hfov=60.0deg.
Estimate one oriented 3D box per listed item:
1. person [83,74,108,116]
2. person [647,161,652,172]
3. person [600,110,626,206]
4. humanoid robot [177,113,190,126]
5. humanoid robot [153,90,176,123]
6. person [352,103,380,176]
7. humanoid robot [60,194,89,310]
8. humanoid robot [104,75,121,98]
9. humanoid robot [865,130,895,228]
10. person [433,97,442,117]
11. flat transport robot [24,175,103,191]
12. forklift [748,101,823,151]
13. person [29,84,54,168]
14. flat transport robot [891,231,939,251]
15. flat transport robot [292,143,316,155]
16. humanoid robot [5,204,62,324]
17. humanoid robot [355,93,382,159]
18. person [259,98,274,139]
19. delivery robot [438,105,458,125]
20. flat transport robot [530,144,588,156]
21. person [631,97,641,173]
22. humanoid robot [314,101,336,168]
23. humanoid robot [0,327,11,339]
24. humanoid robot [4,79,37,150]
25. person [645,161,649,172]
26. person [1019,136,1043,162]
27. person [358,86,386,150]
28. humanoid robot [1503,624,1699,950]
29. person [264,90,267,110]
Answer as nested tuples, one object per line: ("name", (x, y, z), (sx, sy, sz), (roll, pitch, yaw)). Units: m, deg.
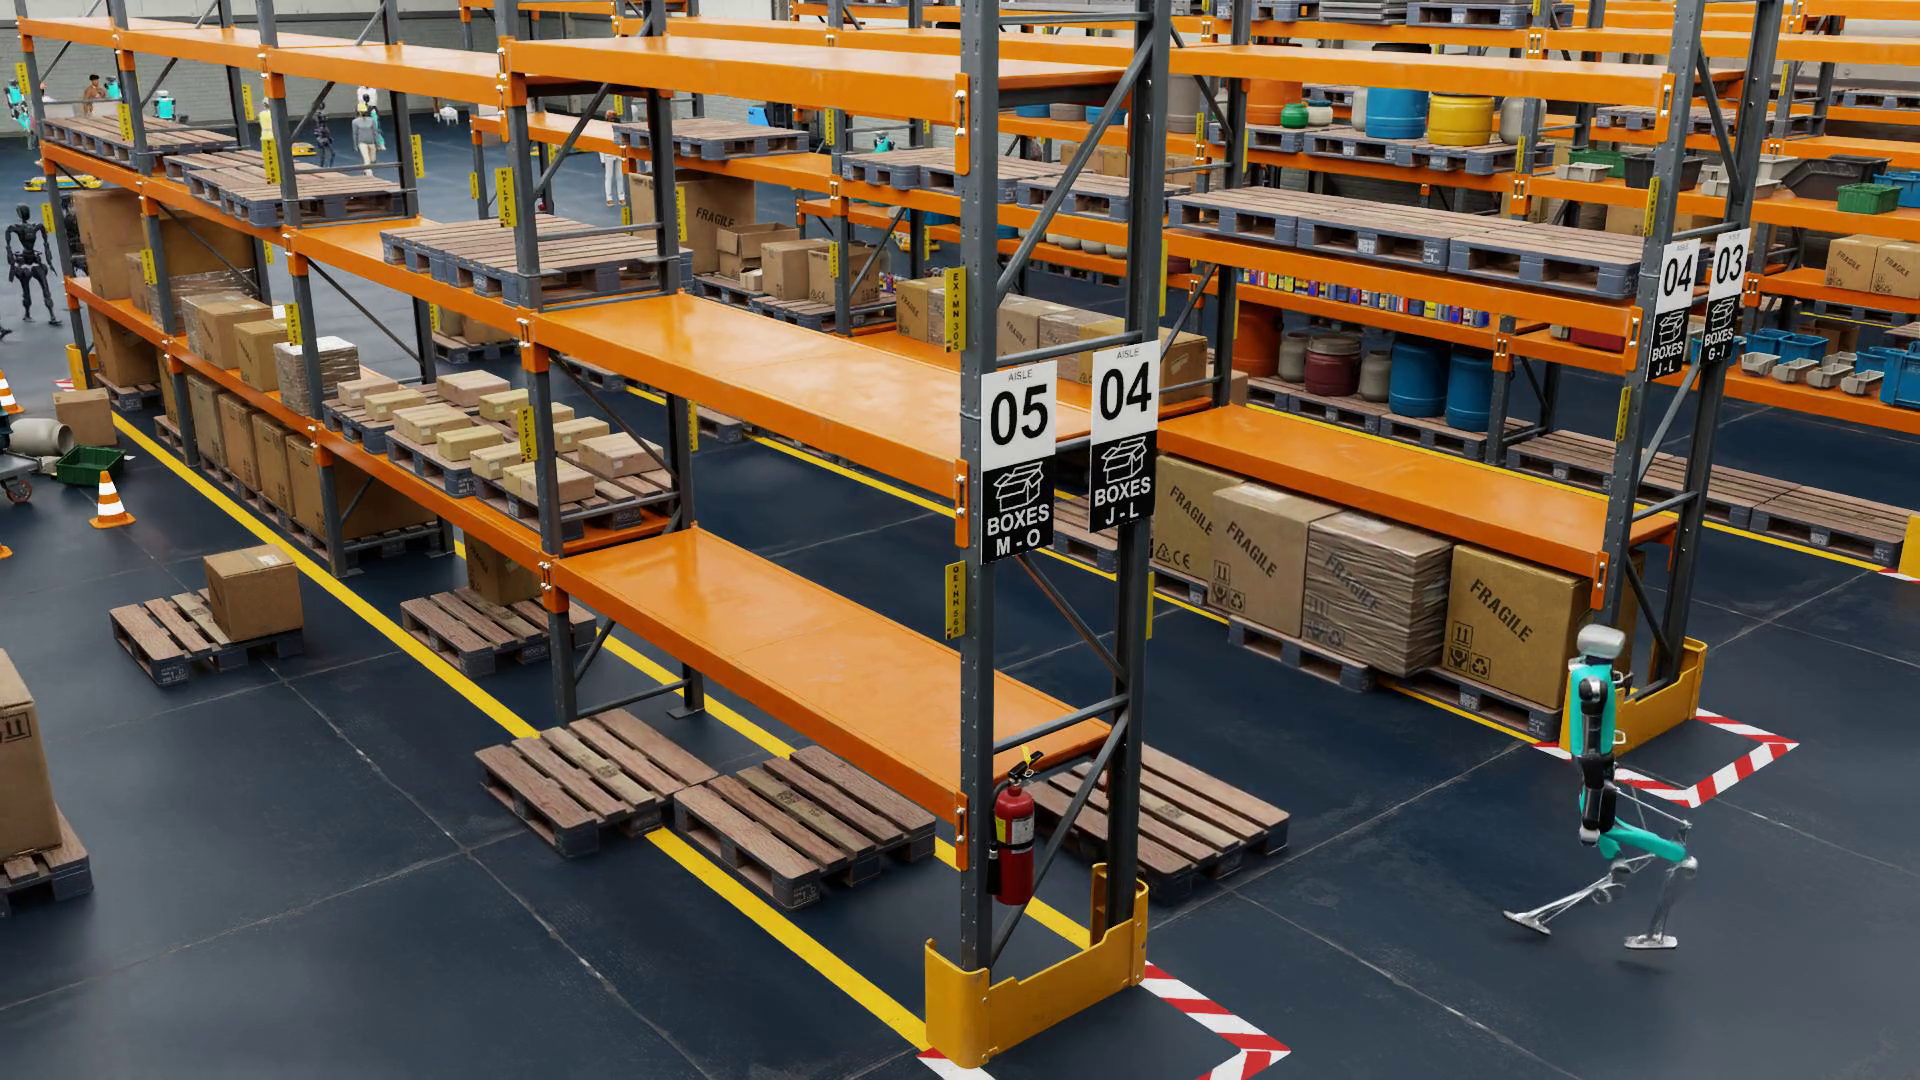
("person", (-22.666, -11.292, 43.699), (0.469, 1.839, 0.794), (8, 21, 22))
("person", (-5.114, -5.990, 28.450), (0.372, 1.958, 0.596), (4, 20, 12))
("person", (-6.915, -7.621, 33.210), (0.565, 1.878, 0.354), (-13, 23, -33))
("humanoid robot", (-16.251, -8.182, 35.111), (0.558, 1.637, 0.599), (-3, 20, -9))
("humanoid robot", (-19.100, -9.852, 39.830), (0.832, 1.799, 0.544), (15, 24, 36))
("person", (-13.055, -8.720, 36.525), (0.523, 1.742, 0.755), (-15, 25, -37))
("humanoid robot", (-12.402, -4.072, 23.499), (0.590, 1.638, 0.781), (18, 26, 41))
("humanoid robot", (-22.480, -11.318, 44.111), (0.573, 1.903, 0.758), (4, 20, 10))
("humanoid robot", (-1.590, -6.584, 30.630), (0.750, 1.899, 0.542), (-16, 25, -37))
("person", (-16.209, -14.056, 51.516), (0.497, 1.878, 0.401), (16, 25, 39))
("flat transport robot", (-19.289, -7.681, 35.797), (1.431, 0.231, 0.659), (-6, 20, -18))
("forklift", (-4.526, -11.368, 42.374), (1.129, 2.768, 1.873), (-15, 24, -37))
("person", (-21.407, -9.629, 38.724), (0.984, 2.000, 0.637), (5, 20, 15))
("flat transport robot", (-0.788, -5.216, 28.780), (0.659, 0.231, 1.431), (-3, 20, -9))
("flat transport robot", (-16.746, -9.876, 42.043), (0.659, 0.231, 1.431), (-10, 22, -27))
("humanoid robot", (-12.572, -3.731, 22.498), (0.743, 1.625, 0.609), (15, 24, 37))
("humanoid robot", (-14.264, -9.902, 40.018), (0.610, 1.642, 0.543), (-3, 20, -10))
("person", (-15.045, -8.758, 36.491), (0.555, 1.835, 1.026), (3, 20, 8))
("delivery robot", (-15.247, -12.666, 49.582), (0.499, 0.614, 0.815), (-12, 23, -31))
("flat transport robot", (-10.116, -9.822, 41.889), (0.659, 0.231, 1.431), (11, 22, 28))
("person", (-7.435, -9.189, 37.641), (0.358, 1.896, 0.560), (3, 20, 8))
("humanoid robot", (-14.580, -9.233, 38.085), (0.435, 1.646, 0.588), (0, 19, -1))
("humanoid robot", (-12.670, -3.322, 21.319), (0.523, 1.640, 0.583), (-2, 19, -7))
("humanoid robot", (-24.165, -10.992, 43.054), (0.817, 1.801, 0.541), (6, 20, 16))
("person", (-6.090, -7.596, 33.349), (0.471, 1.734, 0.324), (-5, 20, -13))
("person", (1.296, -6.633, 30.570), (0.541, 1.757, 0.414), (-9, 21, -25))
("person", (-15.110, -10.953, 42.662), (0.517, 1.888, 0.527), (-14, 23, -34))
("humanoid robot", (3.270, 1.283, 8.118), (1.034, 1.749, 0.553), (6, 20, 18))
("person", (-18.549, -11.592, 44.774), (0.318, 1.694, 0.537), (-6, 20, -18))
